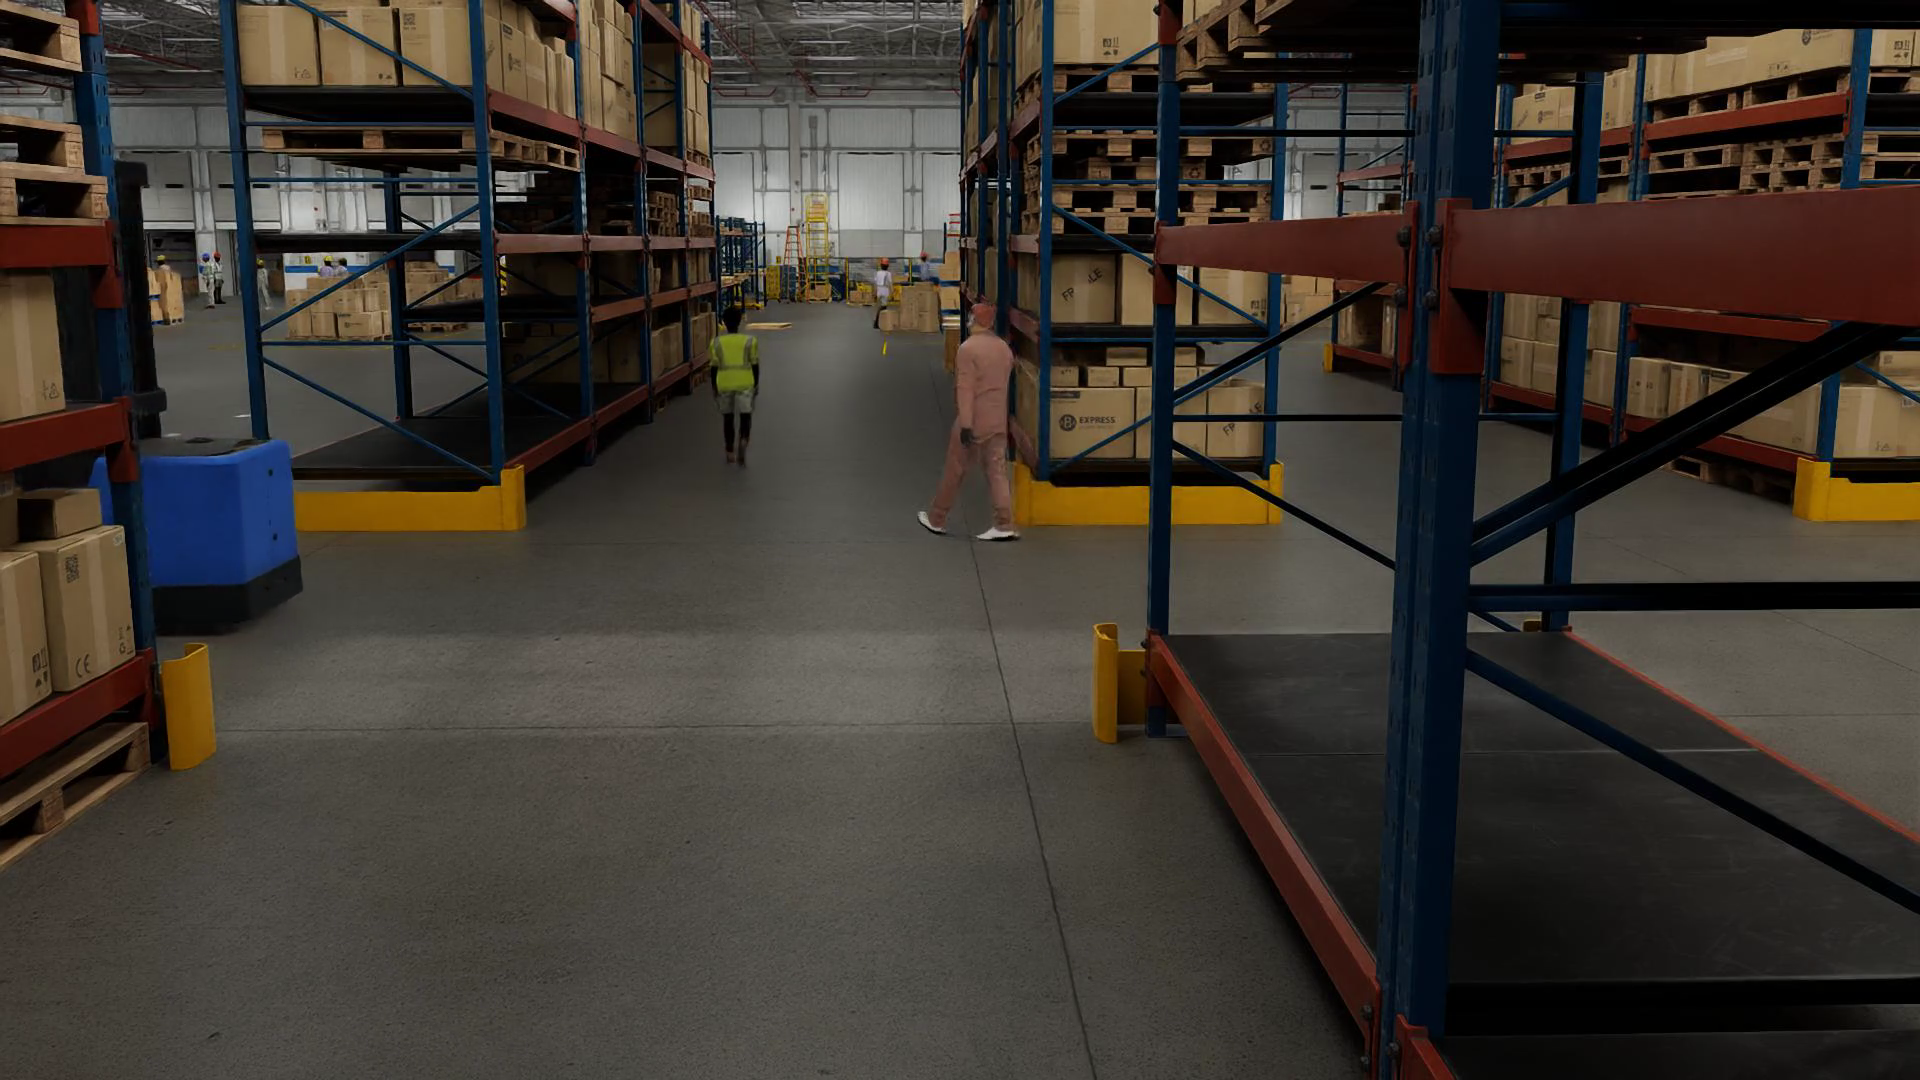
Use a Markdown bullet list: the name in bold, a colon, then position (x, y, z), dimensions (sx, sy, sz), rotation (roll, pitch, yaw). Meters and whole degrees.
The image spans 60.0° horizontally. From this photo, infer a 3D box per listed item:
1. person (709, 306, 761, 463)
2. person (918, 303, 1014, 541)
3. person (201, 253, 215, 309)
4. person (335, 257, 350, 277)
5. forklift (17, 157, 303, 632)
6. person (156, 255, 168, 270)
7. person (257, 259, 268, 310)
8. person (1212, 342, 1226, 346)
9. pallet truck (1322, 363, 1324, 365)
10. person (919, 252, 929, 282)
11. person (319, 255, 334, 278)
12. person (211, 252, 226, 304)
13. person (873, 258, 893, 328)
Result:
- **person**: position (-2.362, -1.611, 17.480), dimensions (0.541, 1.675, 0.653), rotation (-1, 10, -3)
- **person**: position (0.101, -0.932, 13.179), dimensions (0.955, 1.853, 0.674), rotation (9, 14, 41)
- **person**: position (-26.335, -9.073, 58.260), dimensions (0.386, 1.948, 0.614), rotation (-5, 11, -24)
- **person**: position (-20.303, -8.367, 54.667), dimensions (0.634, 1.826, 0.712), rotation (10, 14, 43)
- **forklift**: position (-5.207, -0.903, 10.152), dimensions (1.873, 2.768, 1.129), rotation (0, 10, -2)
- **person**: position (-26.879, -8.695, 56.289), dimensions (0.781, 1.905, 0.590), rotation (-2, 10, -12)
- **person**: position (-24.185, -8.828, 57.476), dimensions (0.492, 1.740, 0.324), rotation (2, 10, 11)
- **person**: position (5.721, -5.374, 37.657), dimensions (0.609, 1.944, 0.624), rotation (4, 11, 23)
- **pallet truck**: position (7.712, -4.157, 30.737), dimensions (1.885, 1.965, 0.823), rotation (3, 11, 16)
- **person**: position (-1.413, -10.265, 64.975), dimensions (0.400, 1.922, 0.549), rotation (-6, 12, -32)
- **person**: position (-19.194, -7.680, 50.559), dimensions (0.585, 1.929, 0.371), rotation (7, 12, 32)
- **person**: position (-28.019, -9.887, 62.827), dimensions (0.376, 1.939, 0.547), rotation (2, 10, 10)
- **person**: position (-2.109, -6.701, 45.211), dimensions (0.556, 1.905, 0.944), rotation (8, 13, 37)
